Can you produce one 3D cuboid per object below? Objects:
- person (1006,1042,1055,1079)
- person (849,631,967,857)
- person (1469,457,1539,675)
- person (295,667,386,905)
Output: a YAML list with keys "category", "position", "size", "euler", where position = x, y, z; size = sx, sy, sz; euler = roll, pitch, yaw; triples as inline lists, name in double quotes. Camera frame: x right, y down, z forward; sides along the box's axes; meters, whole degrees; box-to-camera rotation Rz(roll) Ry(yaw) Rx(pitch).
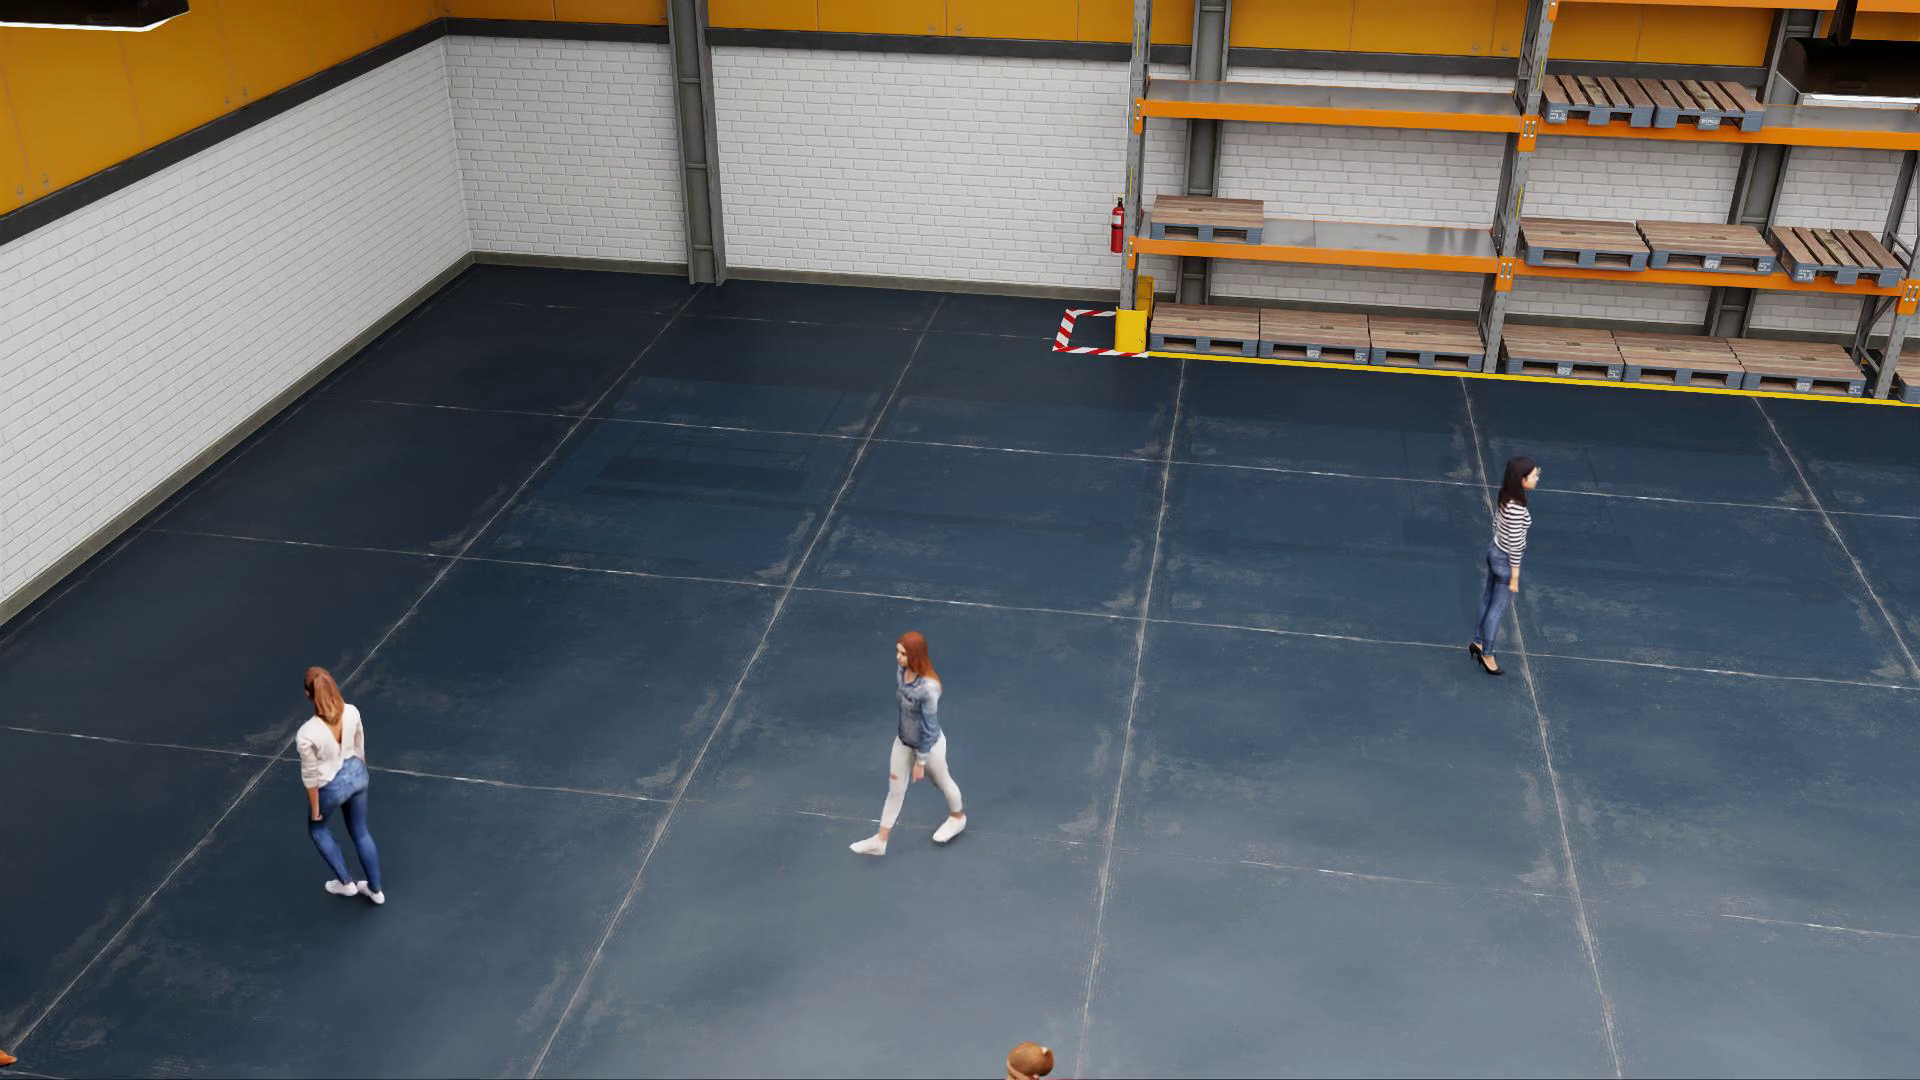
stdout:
- category: "person"
  position: [0.394, 2.913, 8.118]
  size: [0.640, 1.301, 0.579]
  euler: [-18, 33, -30]
- category: "person"
  position: [-0.174, 1.292, 10.720]
  size: [1.132, 1.654, 1.087]
  euler: [-19, 34, -31]
- category: "person"
  position: [4.116, 0.185, 12.600]
  size: [0.520, 1.797, 0.610]
  euler: [1, 29, 2]
- category: "person"
  position: [-3.746, 1.556, 10.180]
  size: [0.775, 1.707, 0.744]
  euler: [20, 34, 32]
